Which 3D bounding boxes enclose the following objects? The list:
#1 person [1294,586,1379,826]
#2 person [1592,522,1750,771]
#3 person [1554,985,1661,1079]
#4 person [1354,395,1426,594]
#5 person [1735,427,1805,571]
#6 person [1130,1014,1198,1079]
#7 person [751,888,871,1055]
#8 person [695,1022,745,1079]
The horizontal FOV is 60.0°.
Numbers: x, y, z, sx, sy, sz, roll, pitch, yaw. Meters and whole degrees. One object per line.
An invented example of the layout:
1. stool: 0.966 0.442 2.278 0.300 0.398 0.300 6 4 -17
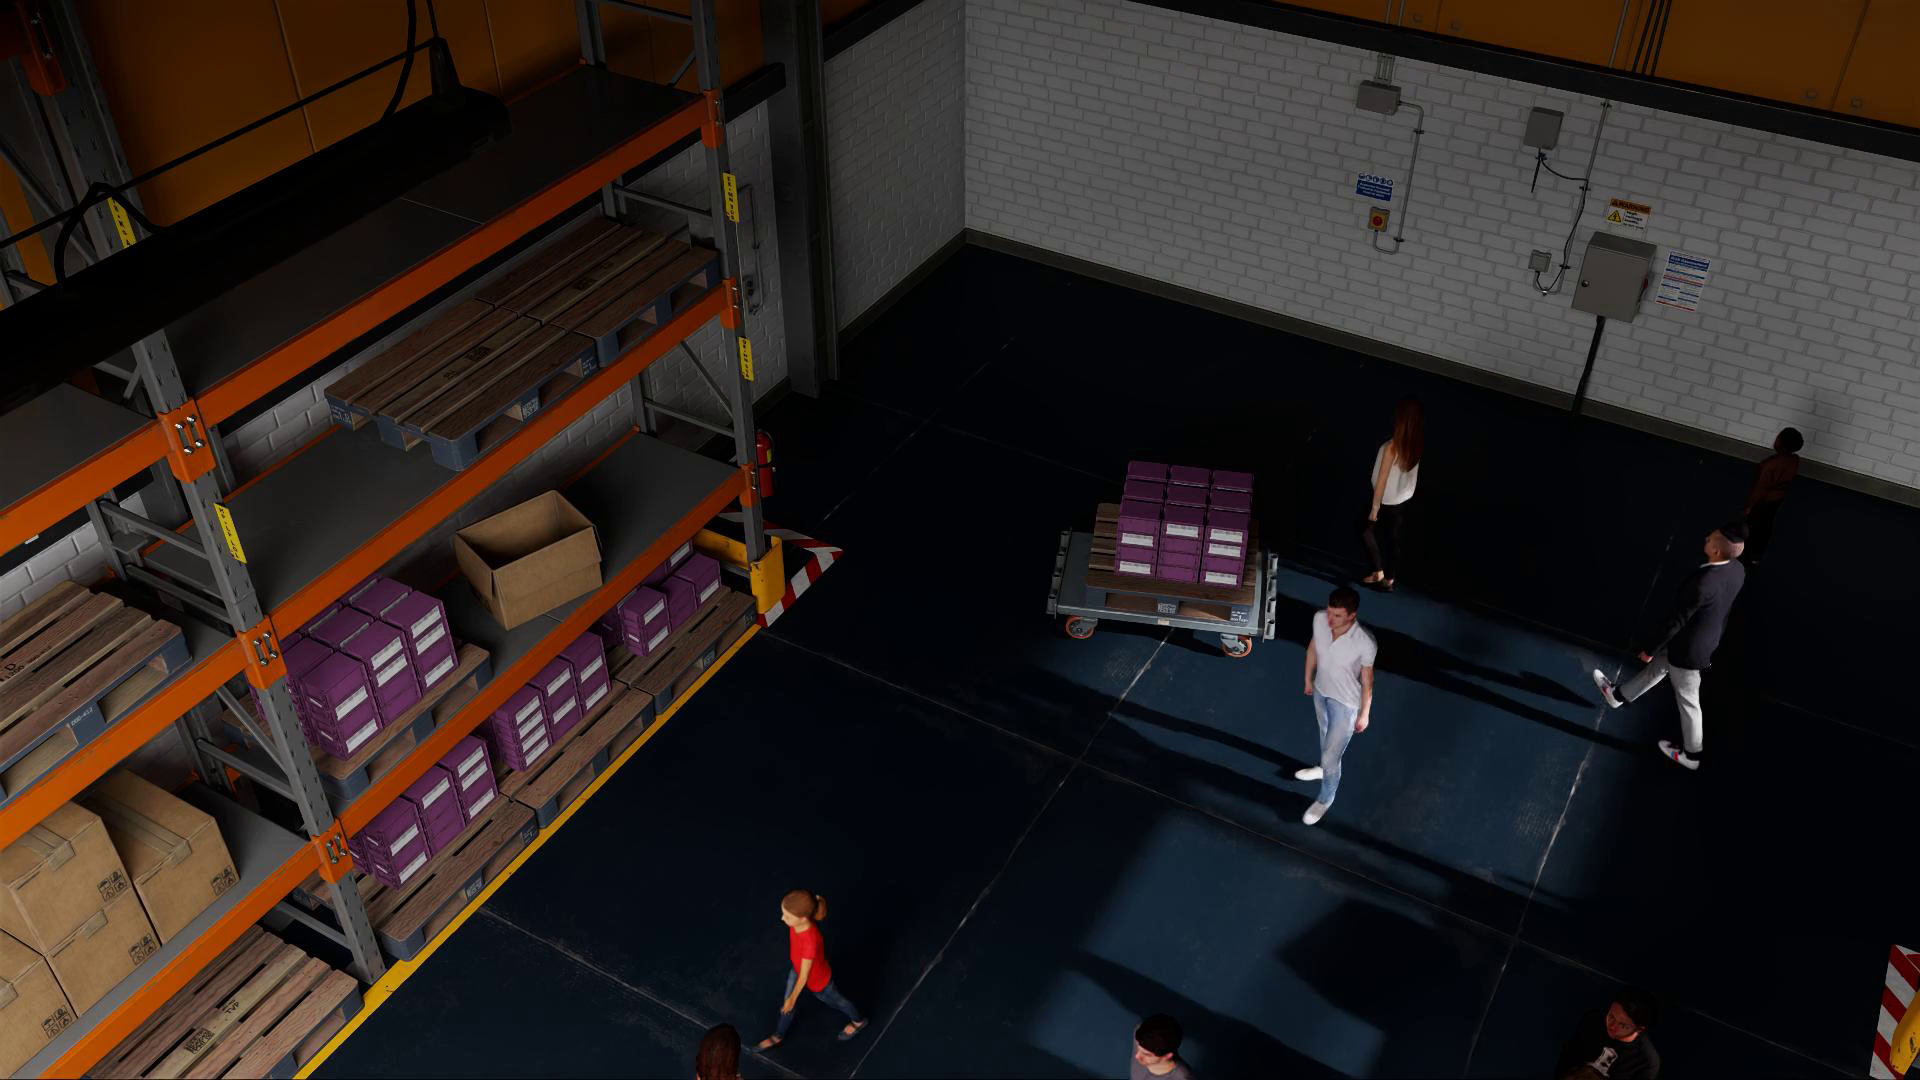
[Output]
1. person: 2.433 0.974 10.573 0.892 1.832 0.826 -21 43 -24
2. person: 4.847 0.719 10.832 1.218 1.907 1.064 -27 46 -30
3. person: 3.208 2.807 8.403 0.637 1.675 0.655 -30 48 -32
4. person: 3.237 -0.272 12.229 0.640 1.712 0.748 -23 44 -26
5. person: 6.145 -0.323 12.660 0.561 1.254 0.653 -16 41 -20
6. person: 1.084 2.863 8.238 1.340 1.793 1.124 -18 42 -21
7. person: -0.748 2.393 9.242 0.964 1.275 0.793 -18 42 -21
8. person: -1.179 2.988 8.351 1.017 1.456 0.785 -27 46 -29
